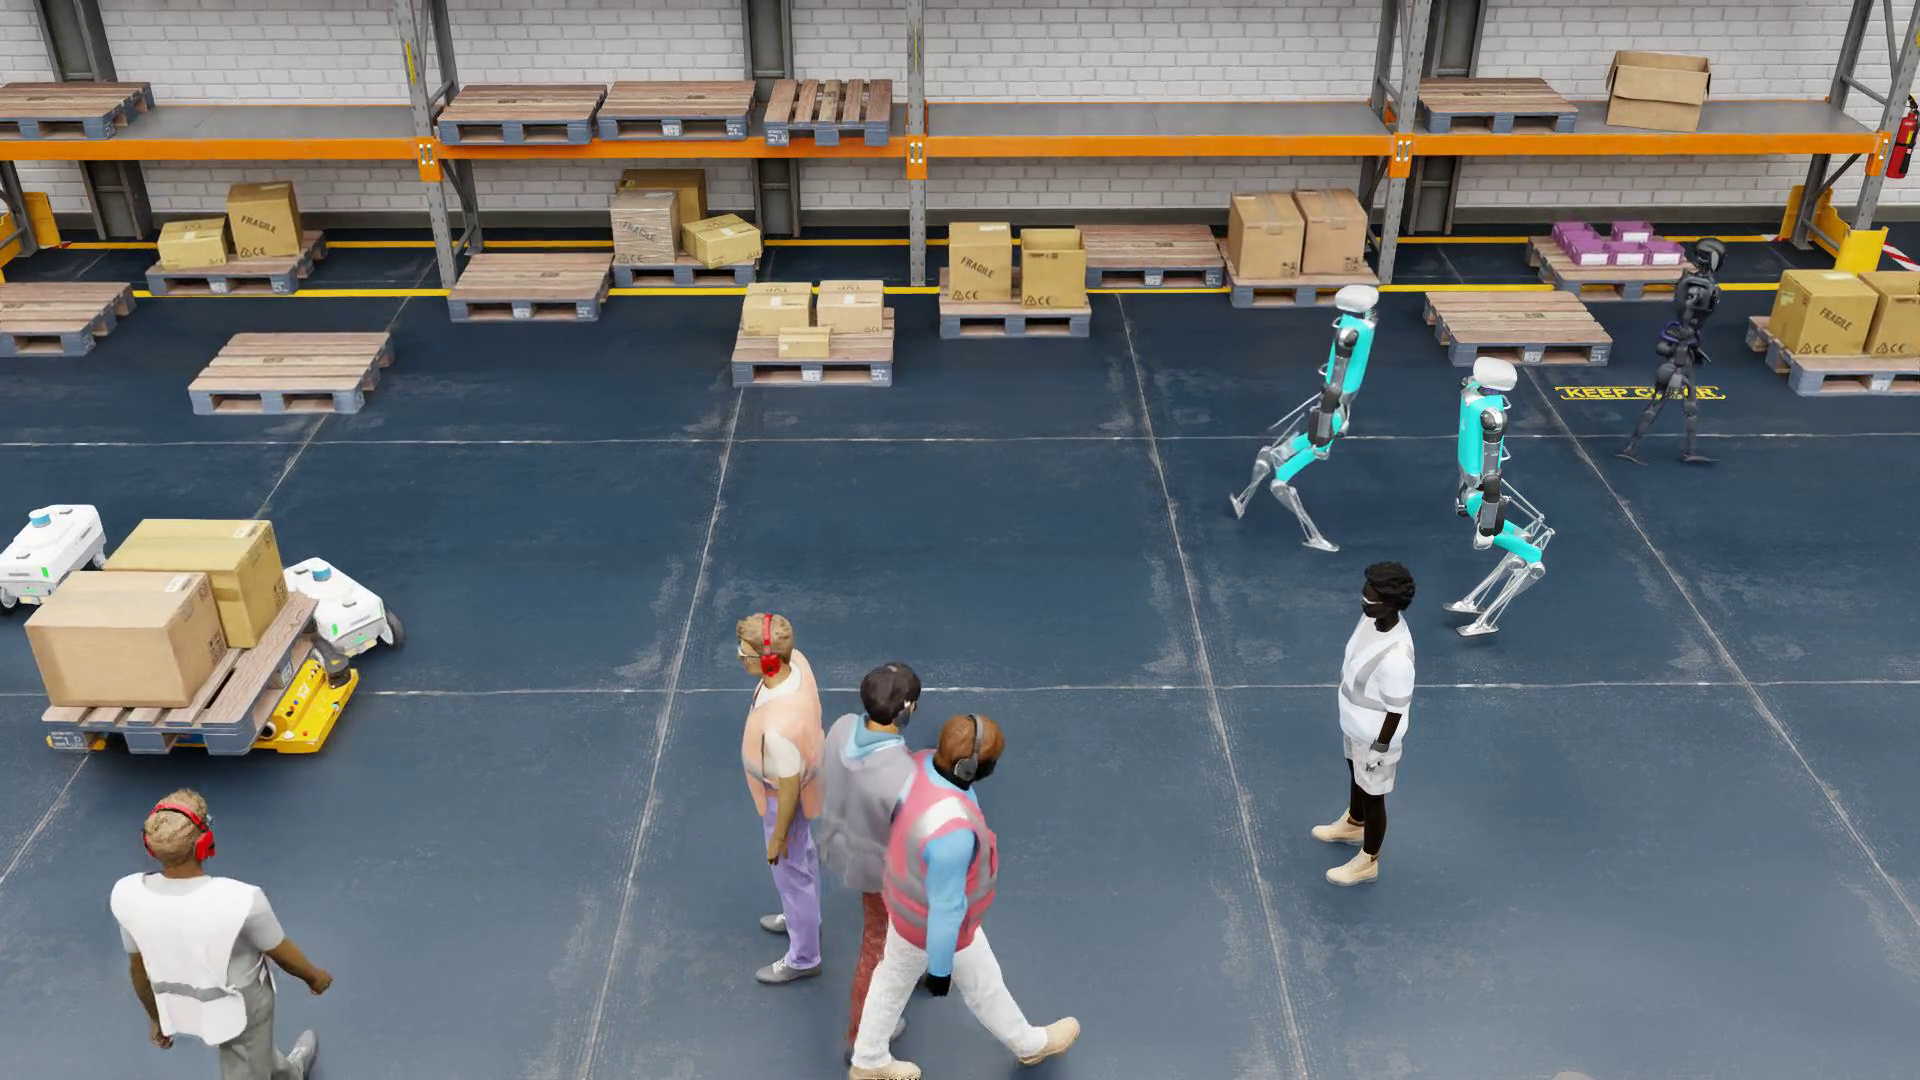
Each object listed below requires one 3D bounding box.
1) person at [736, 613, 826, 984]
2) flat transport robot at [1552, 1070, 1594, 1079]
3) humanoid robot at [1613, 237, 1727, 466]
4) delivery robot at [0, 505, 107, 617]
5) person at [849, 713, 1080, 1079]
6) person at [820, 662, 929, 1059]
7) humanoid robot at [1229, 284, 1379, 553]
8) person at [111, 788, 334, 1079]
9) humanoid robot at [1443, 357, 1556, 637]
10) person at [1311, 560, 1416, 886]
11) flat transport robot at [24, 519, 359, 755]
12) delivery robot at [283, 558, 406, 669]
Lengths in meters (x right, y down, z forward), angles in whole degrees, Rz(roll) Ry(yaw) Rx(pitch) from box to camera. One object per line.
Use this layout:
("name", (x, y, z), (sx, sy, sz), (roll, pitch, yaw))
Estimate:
("person", (-0.730, 1.094, 7.060), (0.379, 1.842, 0.568), (-1, 31, -1))
("flat transport robot", (2.678, 2.582, 6.113), (0.659, 0.231, 1.431), (0, 31, -1))
("humanoid robot", (4.872, -1.225, 11.096), (0.657, 1.636, 0.595), (18, 35, 27))
("delivery robot", (-5.444, 0.101, 9.954), (0.502, 0.582, 0.752), (1, 31, 1))
("person", (-0.016, 1.447, 6.543), (0.974, 1.766, 0.676), (-9, 32, -14))
("person", (-0.206, 1.253, 6.791), (0.867, 1.848, 0.561), (-21, 37, -31))
("humanoid robot", (2.037, -0.781, 10.317), (0.922, 1.791, 0.550), (16, 34, 24))
("person", (-2.664, 1.653, 6.169), (0.564, 1.803, 0.894), (7, 32, 12))
("humanoid robot", (3.056, -0.227, 9.234), (0.735, 1.677, 0.533), (0, 31, -1))
("person", (1.875, 0.834, 7.633), (0.315, 1.696, 0.539), (-1, 31, -1))
("flat transport robot", (-4.067, 0.871, 8.962), (1.431, 0.231, 0.659), (1, 31, 1))
("delivery robot", (-3.569, 0.408, 9.454), (0.781, 0.595, 0.499), (25, 39, 35))
